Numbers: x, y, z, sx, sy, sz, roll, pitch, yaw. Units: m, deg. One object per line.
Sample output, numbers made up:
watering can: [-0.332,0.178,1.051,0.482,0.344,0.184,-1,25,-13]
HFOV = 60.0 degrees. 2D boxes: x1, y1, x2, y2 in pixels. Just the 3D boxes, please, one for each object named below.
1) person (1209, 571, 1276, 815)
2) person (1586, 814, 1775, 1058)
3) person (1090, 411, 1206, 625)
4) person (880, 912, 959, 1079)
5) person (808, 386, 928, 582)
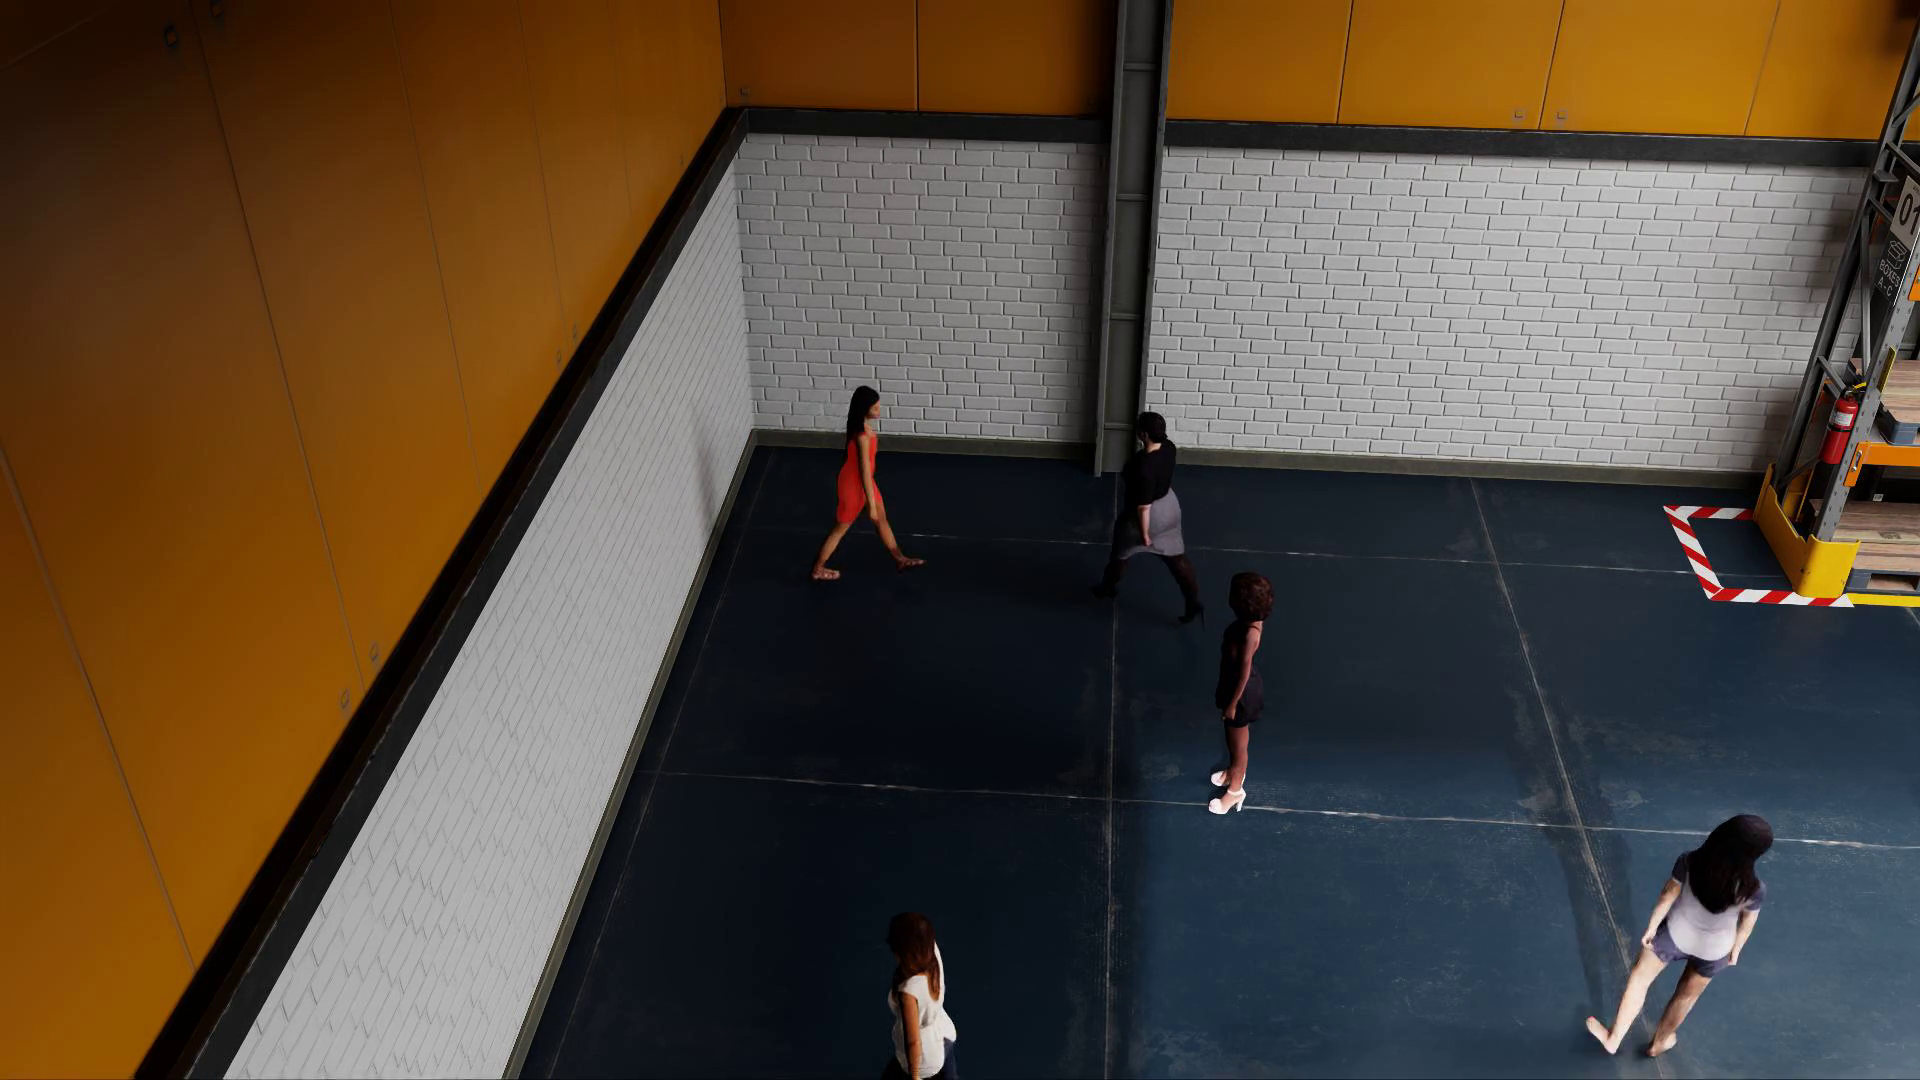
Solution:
person: [1.740,0.944,10.330,0.565,1.790,0.577,7,34,10]
person: [3.783,2.103,8.692,0.724,1.674,0.918,8,34,12]
person: [1.468,-0.110,11.987,1.243,1.712,1.069,23,40,31]
person: [-0.084,2.477,8.059,1.060,1.751,0.794,14,36,20]
person: [-0.863,-0.366,12.415,1.189,1.665,0.791,-6,34,-9]
